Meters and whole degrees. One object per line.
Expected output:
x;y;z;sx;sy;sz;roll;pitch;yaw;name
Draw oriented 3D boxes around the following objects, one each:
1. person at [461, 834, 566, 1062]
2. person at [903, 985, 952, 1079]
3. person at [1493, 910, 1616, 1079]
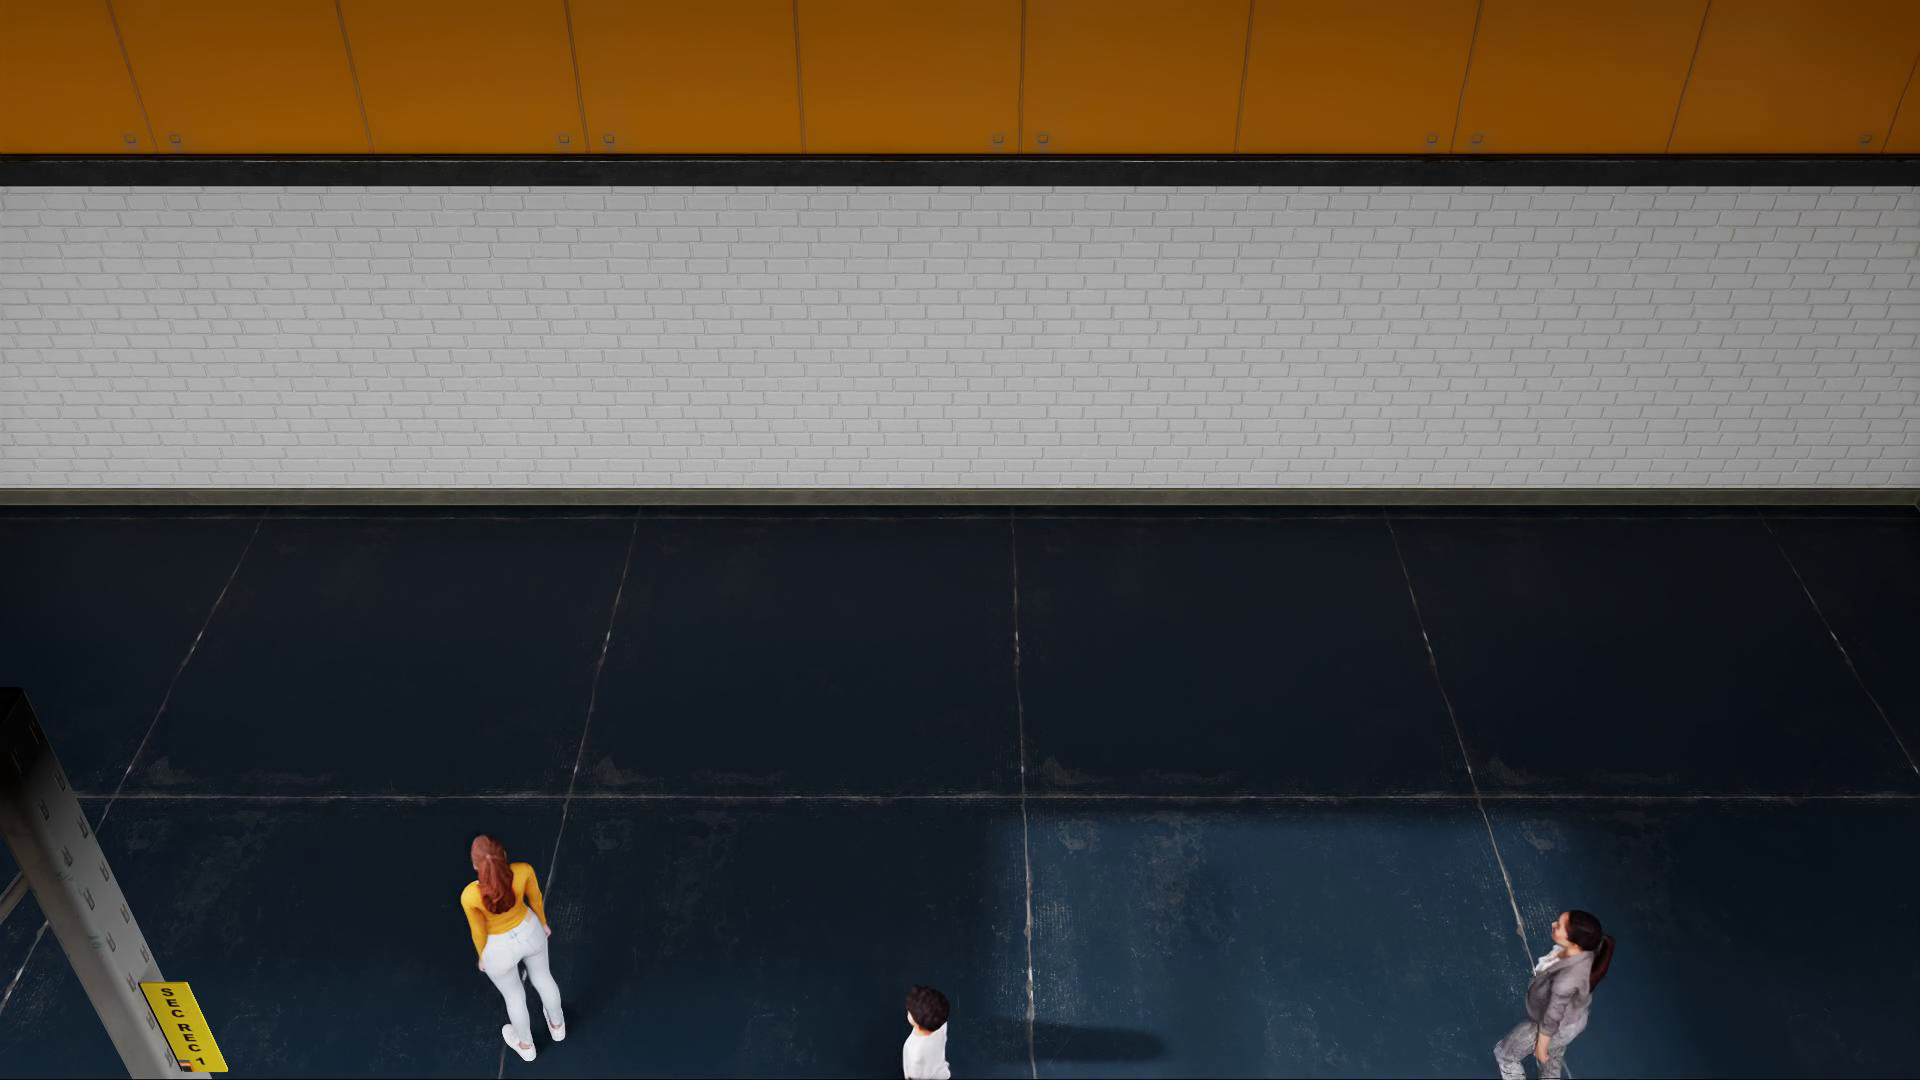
-2.402;2.176;8.957;0.698;1.750;0.748;-26;45;-29;person
-0.161;2.756;8.626;0.615;1.256;0.531;21;43;24;person
3.139;2.535;8.577;0.773;1.663;0.711;31;48;33;person
